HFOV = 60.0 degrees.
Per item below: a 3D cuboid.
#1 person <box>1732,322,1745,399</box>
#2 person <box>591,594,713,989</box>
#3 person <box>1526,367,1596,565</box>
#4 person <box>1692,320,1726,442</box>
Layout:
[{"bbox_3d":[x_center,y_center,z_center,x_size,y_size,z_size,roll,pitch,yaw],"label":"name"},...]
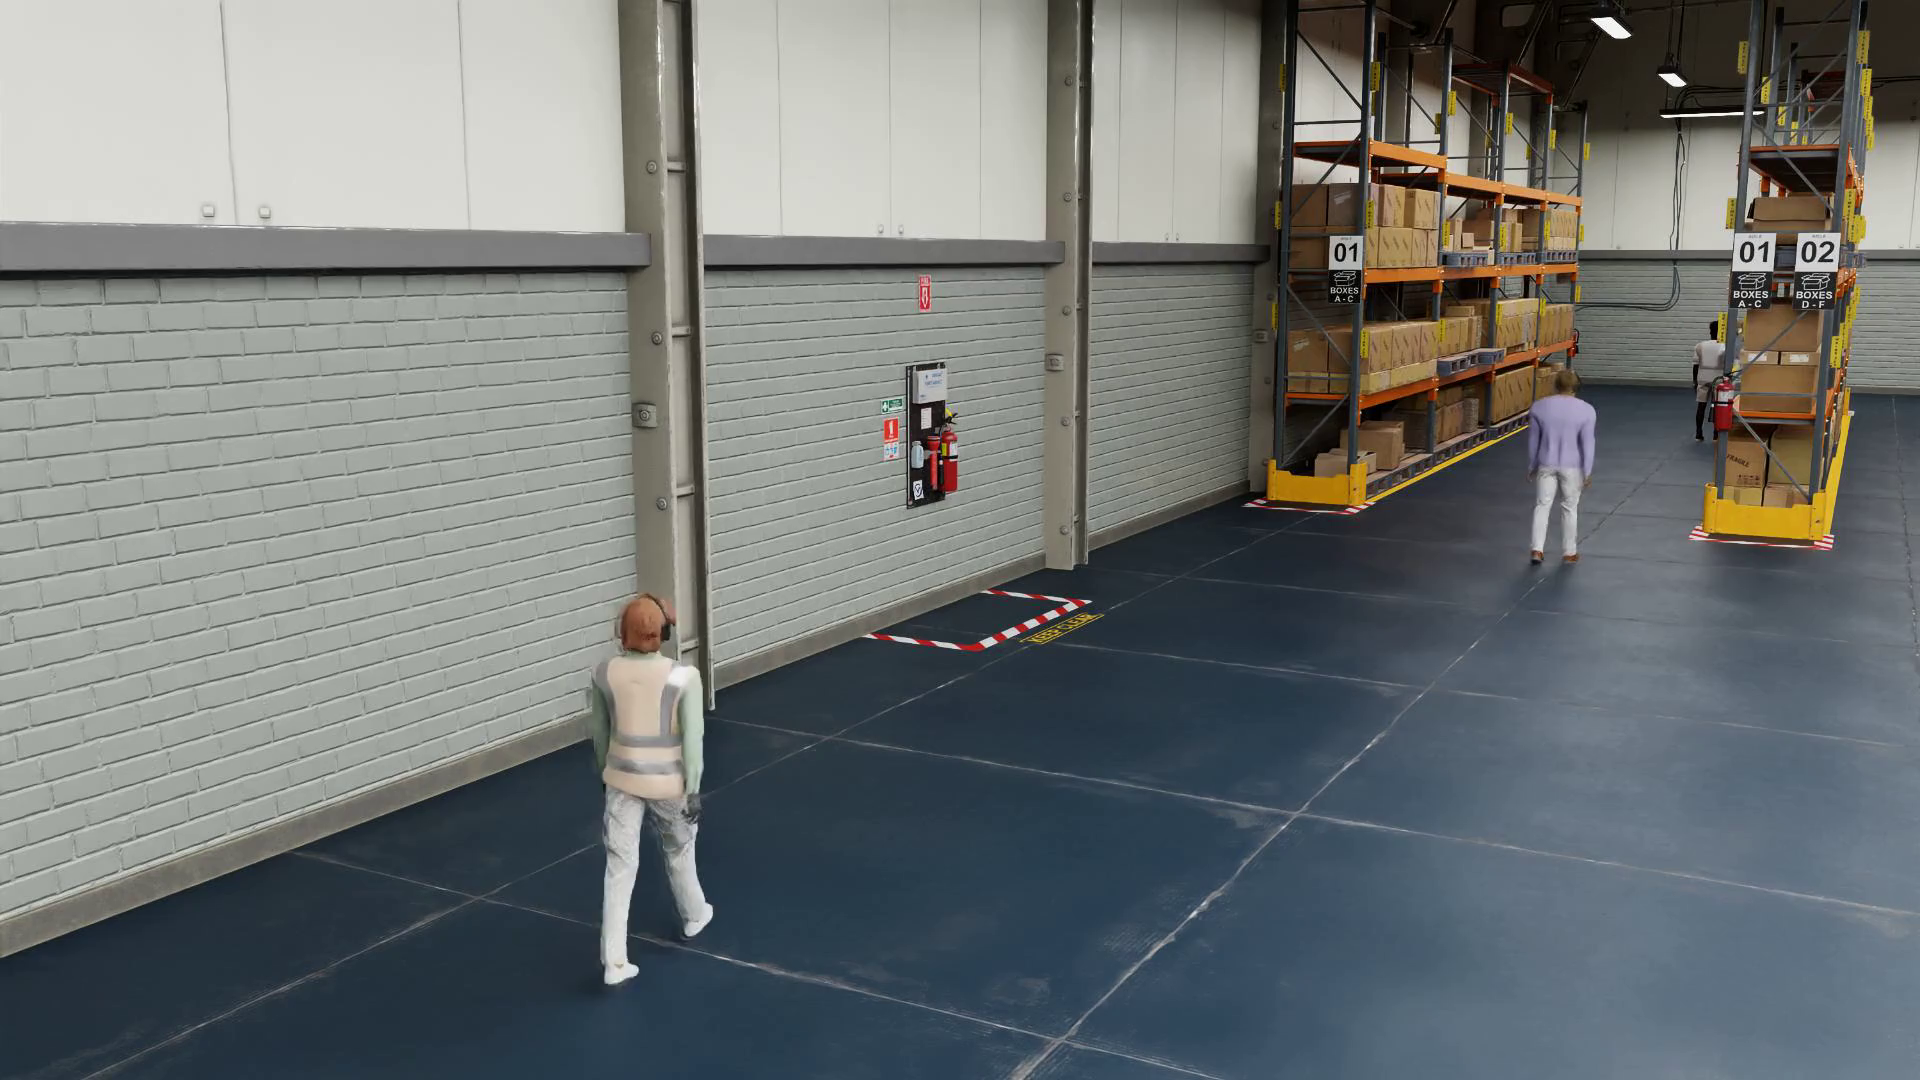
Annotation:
[{"bbox_3d":[16.233,-3.766,34.870,0.509,1.620,0.355,-3,10,-19],"label":"person"},{"bbox_3d":[-1.310,1.015,6.994,0.534,1.588,0.857,2,10,13],"label":"person"},{"bbox_3d":[5.808,-0.702,16.117,0.651,1.948,0.504,6,11,32],"label":"person"},{"bbox_3d":[12.126,-2.558,26.832,0.608,1.966,0.370,9,13,42],"label":"person"}]
